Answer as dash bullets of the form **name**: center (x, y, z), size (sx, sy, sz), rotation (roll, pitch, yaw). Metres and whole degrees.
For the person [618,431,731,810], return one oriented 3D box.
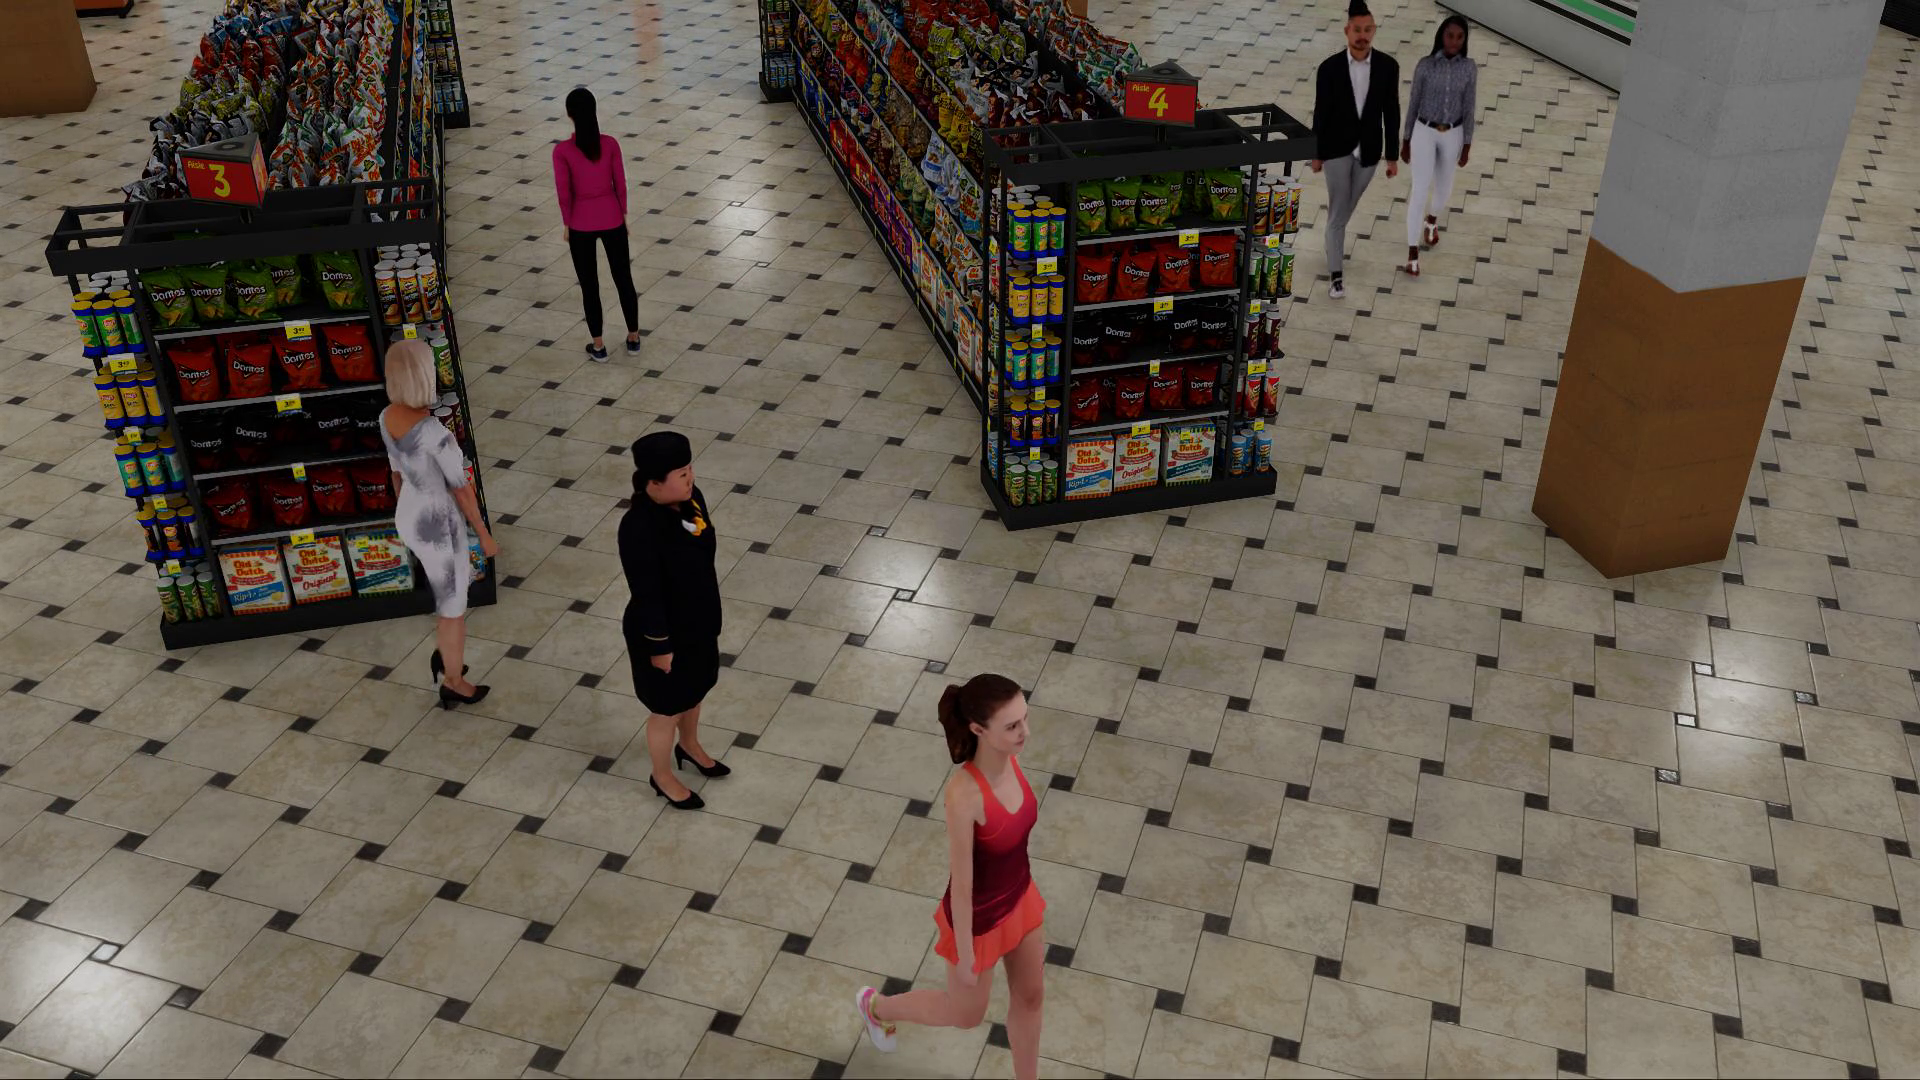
- **person**: center (-1.135, 0.324, 6.581), size (0.857, 1.672, 0.761), rotation (10, 33, 16)

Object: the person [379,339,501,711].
- **person**: center (-2.283, 0.002, 7.038), size (0.668, 1.736, 0.750), rotation (25, 40, 35)

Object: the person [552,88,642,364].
- **person**: center (-2.214, -1.910, 10.147), size (0.610, 1.698, 0.602), rotation (-13, 34, -20)

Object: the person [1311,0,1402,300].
- **person**: center (2.615, -2.652, 11.144), size (0.926, 1.905, 1.305), rotation (0, 32, 0)

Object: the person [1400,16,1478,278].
- **person**: center (3.304, -2.756, 11.510), size (0.910, 1.694, 1.164), rotation (5, 32, 8)

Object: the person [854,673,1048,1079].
- **person**: center (0.018, 1.141, 5.208), size (1.080, 1.735, 0.992), rotation (18, 36, 26)
